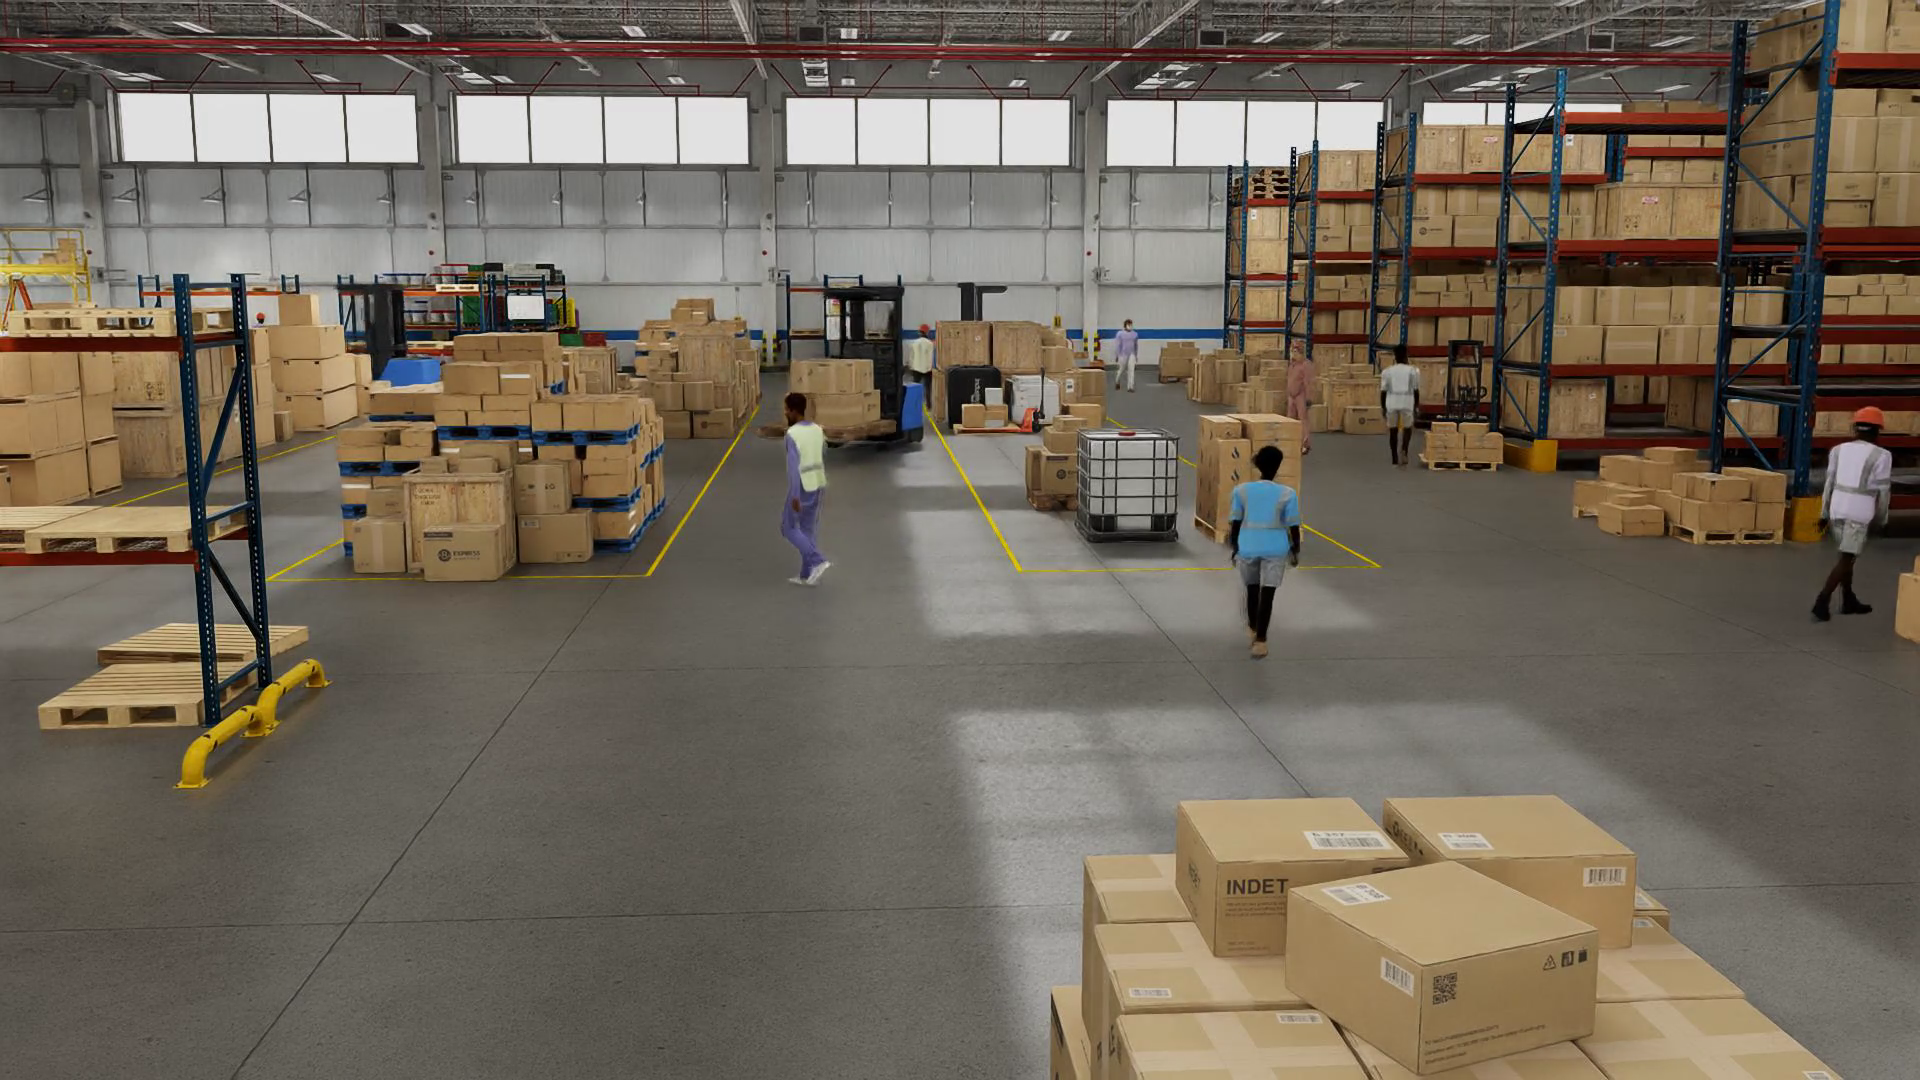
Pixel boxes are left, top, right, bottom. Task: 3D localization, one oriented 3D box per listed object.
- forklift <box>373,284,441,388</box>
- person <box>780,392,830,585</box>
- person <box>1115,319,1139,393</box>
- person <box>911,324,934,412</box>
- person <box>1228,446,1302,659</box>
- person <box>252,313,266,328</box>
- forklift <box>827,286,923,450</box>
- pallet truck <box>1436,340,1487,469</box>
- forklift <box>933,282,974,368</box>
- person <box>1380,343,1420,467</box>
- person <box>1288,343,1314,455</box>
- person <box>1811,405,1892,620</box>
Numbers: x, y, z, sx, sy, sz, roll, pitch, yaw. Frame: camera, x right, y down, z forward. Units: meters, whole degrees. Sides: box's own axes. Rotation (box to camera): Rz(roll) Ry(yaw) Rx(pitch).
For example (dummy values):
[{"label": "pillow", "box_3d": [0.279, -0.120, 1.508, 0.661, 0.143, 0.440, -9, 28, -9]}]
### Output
[{"label": "forklift", "box_3d": [-13.140, -4.539, 38.528, 1.873, 2.768, 1.129, 1, 9, 9]}, {"label": "person", "box_3d": [-1.501, -0.483, 16.137, 0.463, 1.899, 0.586, 5, 10, 28]}, {"label": "person", "box_3d": [4.287, -4.764, 42.982, 0.634, 1.920, 0.767, -3, 9, -16]}, {"label": "person", "box_3d": [-0.874, -3.753, 36.488, 0.621, 1.965, 0.880, 6, 11, 31]}, {"label": "person", "box_3d": [2.470, 0.080, 13.310, 0.554, 1.658, 0.801, 4, 10, 25]}, {"label": "person", "box_3d": [-20.380, -5.672, 48.601, 0.553, 1.933, 0.368, 3, 9, 18]}, {"label": "forklift", "box_3d": [-1.447, -3.052, 29.196, 1.129, 2.768, 1.873, 3, 10, 20]}, {"label": "pallet truck", "box_3d": [8.004, -2.170, 26.422, 0.823, 1.965, 1.885, 2, 9, 14]}, {"label": "forklift", "box_3d": [0.184, -5.571, 45.012, 1.873, 2.768, 1.129, -1, 9, -4]}, {"label": "person", "box_3d": [6.927, -2.120, 26.211, 0.620, 1.953, 0.423, 3, 9, 17]}, {"label": "person", "box_3d": [5.783, -2.382, 28.137, 0.435, 1.889, 0.809, -3, 10, -18]}, {"label": "person", "box_3d": [7.794, -0.233, 14.596, 0.831, 1.896, 0.553, -4, 10, -22]}]
